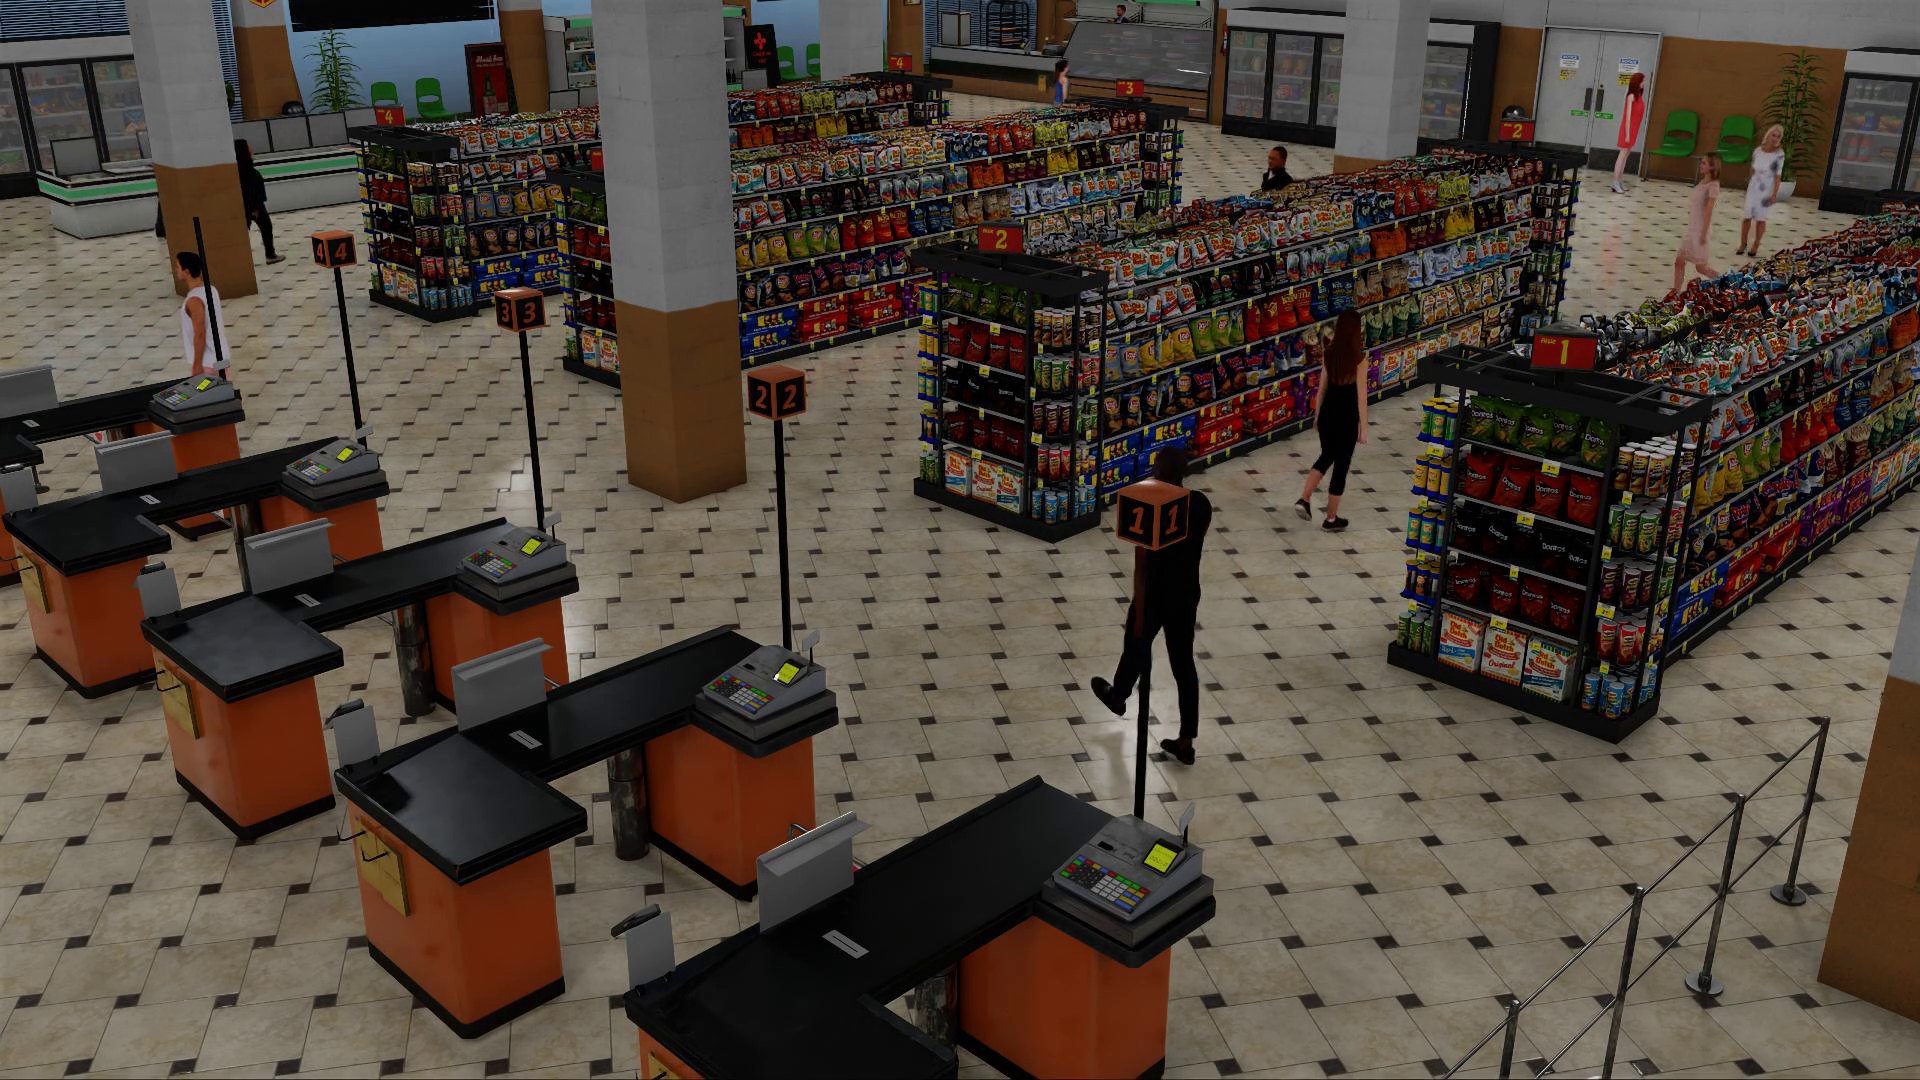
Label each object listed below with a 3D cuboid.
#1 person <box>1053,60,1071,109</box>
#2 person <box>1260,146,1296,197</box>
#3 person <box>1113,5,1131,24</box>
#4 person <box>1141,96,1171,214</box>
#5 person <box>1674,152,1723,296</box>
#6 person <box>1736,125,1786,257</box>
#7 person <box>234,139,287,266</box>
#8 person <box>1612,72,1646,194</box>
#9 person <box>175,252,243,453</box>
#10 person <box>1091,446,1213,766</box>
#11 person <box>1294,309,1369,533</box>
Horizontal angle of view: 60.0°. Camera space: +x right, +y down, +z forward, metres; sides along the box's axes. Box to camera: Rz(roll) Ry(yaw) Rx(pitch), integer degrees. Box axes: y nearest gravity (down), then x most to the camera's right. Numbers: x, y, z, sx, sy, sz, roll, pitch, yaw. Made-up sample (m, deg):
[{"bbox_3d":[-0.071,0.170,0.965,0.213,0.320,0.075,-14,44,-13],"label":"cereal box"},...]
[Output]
[{"bbox_3d":[1.746,-7.768,29.785,1.039,1.592,0.770,-10,24,-24],"label":"person"},{"bbox_3d":[3.559,-3.466,18.667,1.059,1.898,0.980,-6,23,-15],"label":"person"},{"bbox_3d":[3.713,-11.422,38.508,0.628,1.867,0.562,20,29,41],"label":"person"},{"bbox_3d":[2.616,-5.619,24.331,0.957,1.670,0.956,5,22,12],"label":"person"},{"bbox_3d":[8.392,-3.413,18.659,1.063,1.805,1.045,1,22,4],"label":"person"},{"bbox_3d":[10.358,-4.502,21.498,0.693,1.709,0.595,-18,28,-37],"label":"person"},{"bbox_3d":[-9.010,-4.187,20.877,0.745,1.588,1.095,15,27,33],"label":"person"},{"bbox_3d":[10.438,-6.356,25.957,0.699,1.826,0.510,14,26,32],"label":"person"},{"bbox_3d":[-6.333,-1.552,14.049,0.777,1.789,0.732,-2,22,-4],"label":"person"},{"bbox_3d":[1.201,0.399,9.212,1.173,1.775,0.966,-12,25,-27],"label":"person"},{"bbox_3d":[2.765,-0.861,12.427,0.776,1.717,0.645,-16,27,-34],"label":"person"}]
